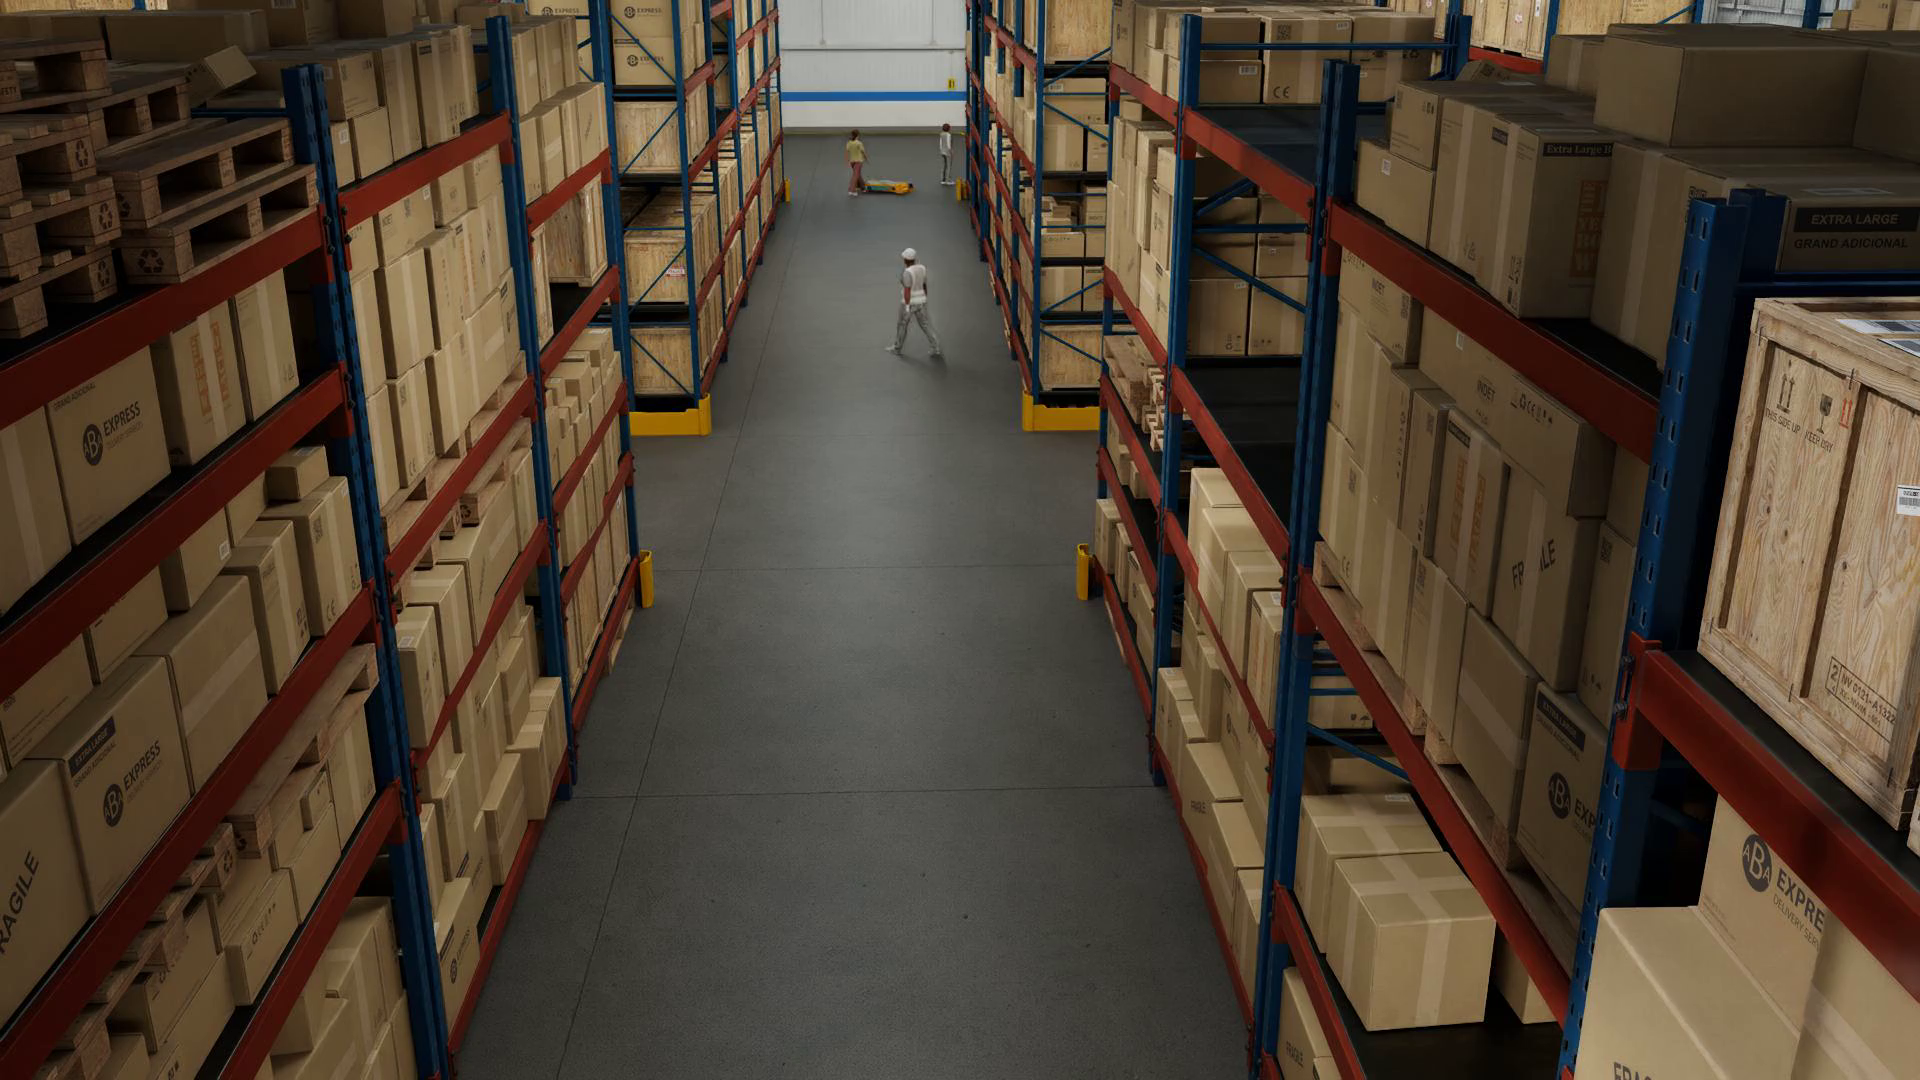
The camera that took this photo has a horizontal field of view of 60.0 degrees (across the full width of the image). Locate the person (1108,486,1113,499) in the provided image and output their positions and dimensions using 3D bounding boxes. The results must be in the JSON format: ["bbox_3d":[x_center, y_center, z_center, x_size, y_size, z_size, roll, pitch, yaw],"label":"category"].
[{"bbox_3d":[1.792,-0.758,18.638,0.335,1.691,0.465,9,22,24],"label":"person"}]

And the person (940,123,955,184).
[{"bbox_3d":[-0.339,-10.295,44.323,0.337,1.601,0.408,-19,28,-41],"label":"person"}]

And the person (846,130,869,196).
[{"bbox_3d":[-2.612,-9.673,42.552,0.464,1.627,0.959,11,23,28],"label":"person"}]

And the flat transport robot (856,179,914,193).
[{"bbox_3d":[-1.979,-9.212,43.409,1.431,0.255,0.659,10,23,26],"label":"flat transport robot"}]

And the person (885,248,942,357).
[{"bbox_3d":[-0.744,-3.815,26.747,1.019,1.749,0.621,16,26,37],"label":"person"}]
